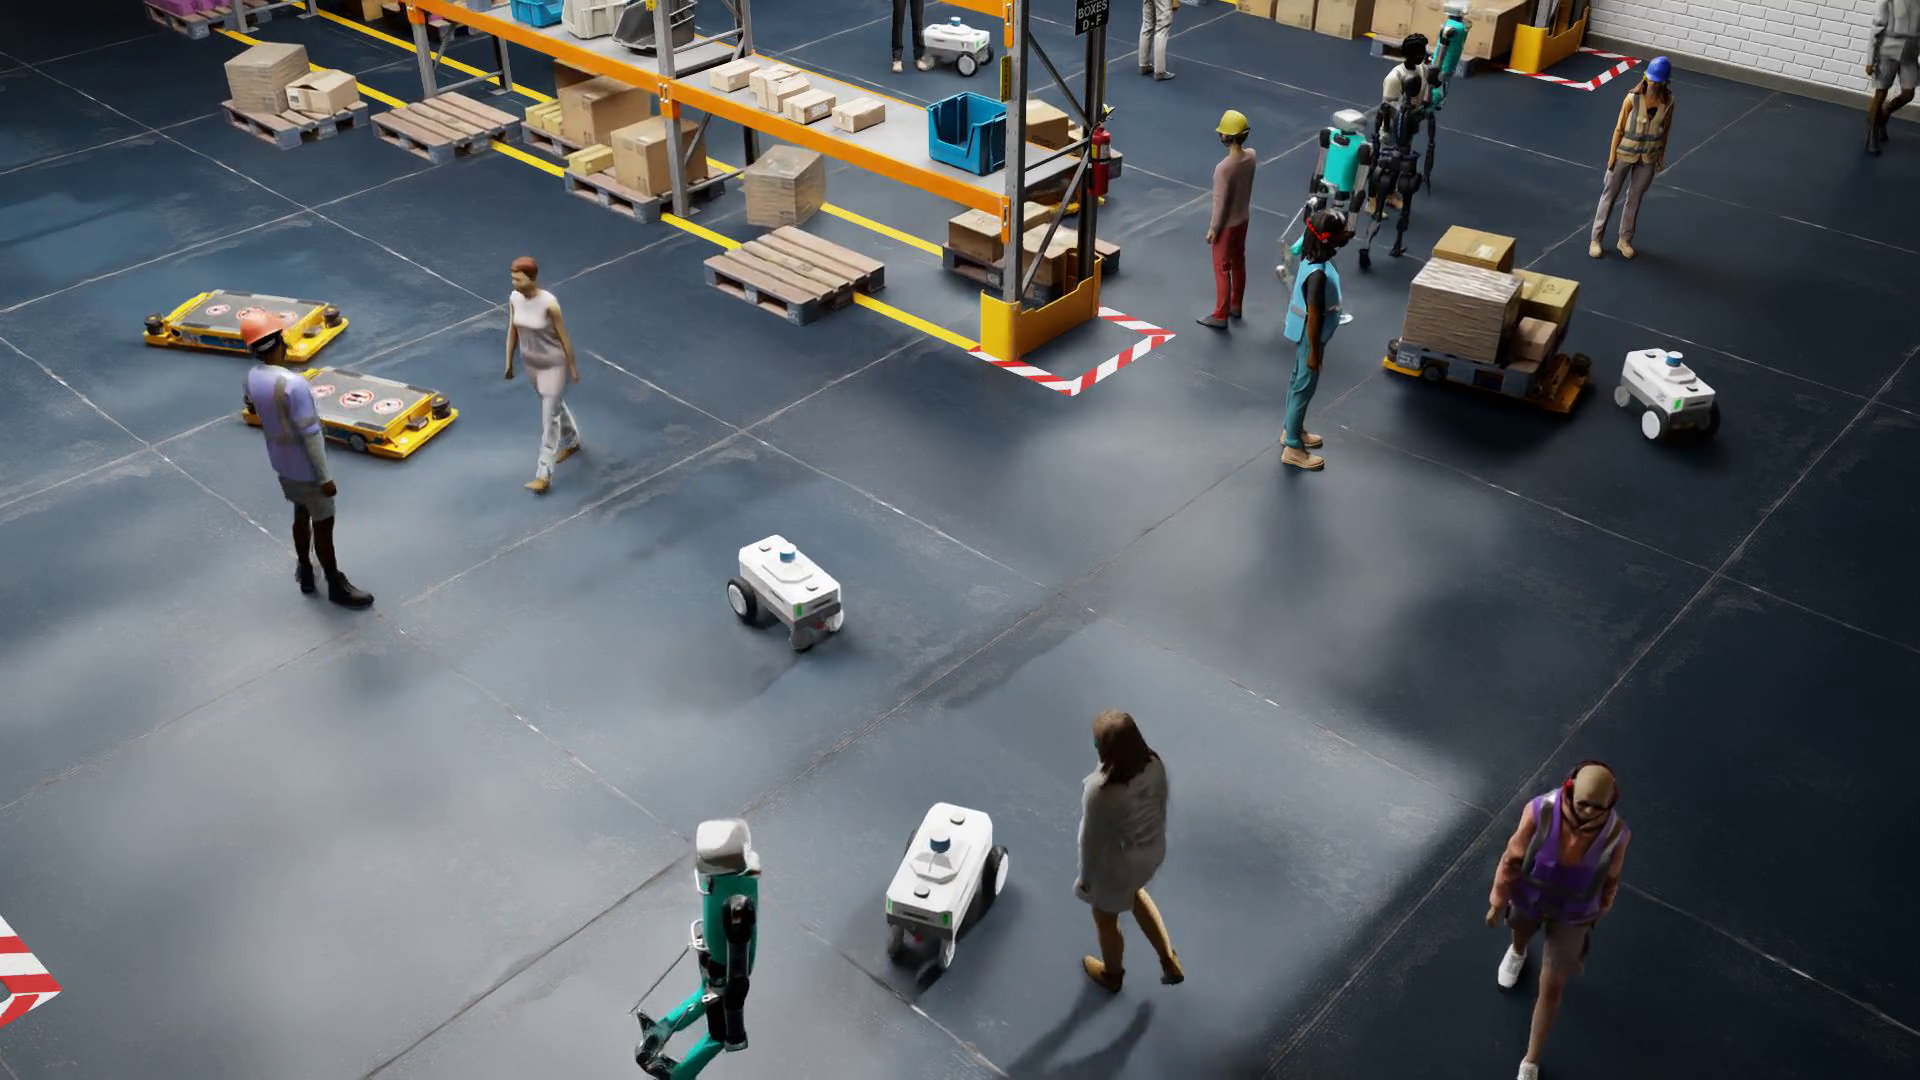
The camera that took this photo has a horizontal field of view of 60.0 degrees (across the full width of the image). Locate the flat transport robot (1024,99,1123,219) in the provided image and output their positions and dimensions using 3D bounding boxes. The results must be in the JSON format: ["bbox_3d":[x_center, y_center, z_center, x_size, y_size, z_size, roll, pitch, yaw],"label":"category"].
[{"bbox_3d":[0.692,-3.414,15.757,0.659,0.231,1.431,-20,39,-26],"label":"flat transport robot"}]

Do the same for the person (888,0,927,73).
[{"bbox_3d":[-0.562,-6.059,18.202,0.506,1.846,0.346,-7,35,-10],"label":"person"}]

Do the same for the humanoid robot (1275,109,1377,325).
[{"bbox_3d":[2.781,-2.459,13.096,0.766,1.774,0.536,-21,40,-28],"label":"humanoid robot"}]

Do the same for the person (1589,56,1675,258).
[{"bbox_3d":[5.784,-3.263,14.210,0.469,1.776,0.323,2,35,3],"label":"person"}]

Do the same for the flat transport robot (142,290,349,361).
[{"bbox_3d":[-5.716,-1.720,13.302,1.431,0.231,0.659,8,35,11],"label":"flat transport robot"}]

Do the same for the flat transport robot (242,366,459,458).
[{"bbox_3d":[-4.476,-0.957,12.196,1.431,0.231,0.659,13,37,18],"label":"flat transport robot"}]

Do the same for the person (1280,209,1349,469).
[{"bbox_3d":[2.415,-1.386,11.412,0.385,1.865,0.538,6,35,8],"label":"person"}]

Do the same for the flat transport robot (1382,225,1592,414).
[{"bbox_3d":[4.045,-1.356,12.775,1.431,0.231,0.659,18,39,25],"label":"flat transport robot"}]

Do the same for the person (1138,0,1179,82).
[{"bbox_3d":[2.139,-5.920,17.961,0.404,1.892,0.537,-25,42,-31],"label":"person"}]

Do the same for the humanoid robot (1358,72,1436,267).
[{"bbox_3d":[3.707,-3.131,14.123,0.589,1.634,0.685,19,39,25],"label":"humanoid robot"}]

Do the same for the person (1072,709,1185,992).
[{"bbox_3d":[0.763,1.455,7.481,0.484,1.641,0.473,-25,42,-31],"label":"person"}]

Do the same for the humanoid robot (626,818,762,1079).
[{"bbox_3d":[-1.125,1.879,6.796,0.707,1.790,0.537,-8,35,-11],"label":"humanoid robot"}]

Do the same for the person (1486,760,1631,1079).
[{"bbox_3d":[2.596,1.580,7.305,0.489,1.643,0.908,15,38,21],"label":"person"}]

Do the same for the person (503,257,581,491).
[{"bbox_3d":[-2.878,-1.138,11.263,0.464,1.621,0.780,17,38,23],"label":"person"}]

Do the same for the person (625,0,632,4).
[{"bbox_3d":[-3.919,-7.378,20.213,0.927,1.723,0.501,4,35,5],"label":"person"}]

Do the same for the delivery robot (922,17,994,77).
[{"bbox_3d":[-0.035,-5.529,18.541,0.737,0.564,0.499,14,37,20],"label":"delivery robot"}]

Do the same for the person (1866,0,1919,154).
[{"bbox_3d":[9.142,-4.736,16.240,0.615,1.904,0.502,7,35,10],"label":"person"}]

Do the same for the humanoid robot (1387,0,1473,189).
[{"bbox_3d":[4.294,-4.190,15.577,0.724,1.759,0.608,23,41,29],"label":"humanoid robot"}]

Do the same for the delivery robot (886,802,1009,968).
[{"bbox_3d":[-0.092,1.642,8.159,0.499,0.571,0.756,11,36,16],"label":"delivery robot"}]

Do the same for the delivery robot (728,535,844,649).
[{"bbox_3d":[-1.058,0.286,10.161,0.499,0.614,0.785,-24,41,-30],"label":"delivery robot"}]

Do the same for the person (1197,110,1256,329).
[{"bbox_3d":[2.109,-2.531,13.161,0.327,1.765,0.532,24,41,31],"label":"person"}]

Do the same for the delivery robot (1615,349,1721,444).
[{"bbox_3d":[5.155,-1.068,12.123,0.499,0.614,0.815,-8,35,-12],"label":"delivery robot"}]

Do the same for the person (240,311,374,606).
[{"bbox_3d":[-3.951,-0.452,10.051,0.672,1.888,0.359,24,41,31],"label":"person"}]

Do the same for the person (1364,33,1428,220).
[{"bbox_3d":[3.952,-3.728,14.962,0.531,1.690,0.322,-26,42,-33],"label":"person"}]
